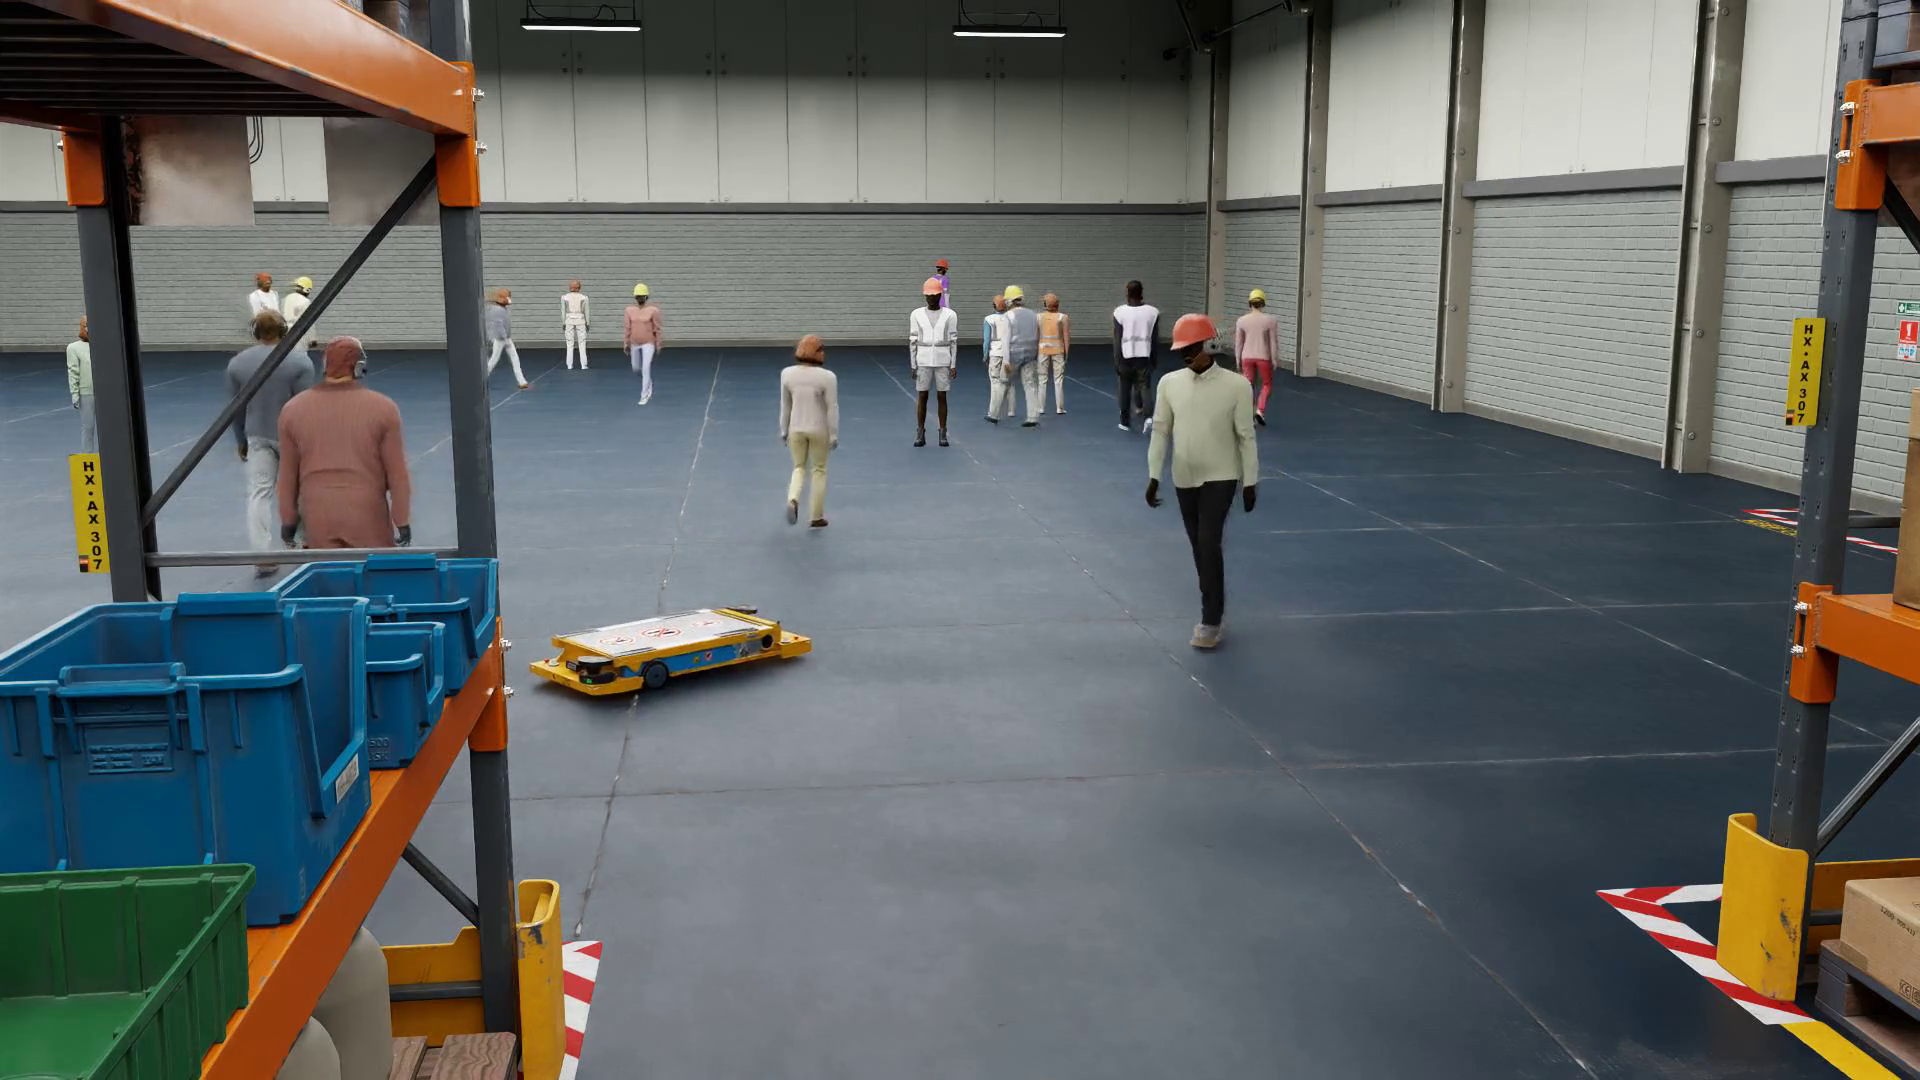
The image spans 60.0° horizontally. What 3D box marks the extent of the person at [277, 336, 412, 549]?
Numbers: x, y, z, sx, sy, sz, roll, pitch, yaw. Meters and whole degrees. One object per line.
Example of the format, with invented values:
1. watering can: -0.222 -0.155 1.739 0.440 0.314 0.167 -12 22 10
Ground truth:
1. person: -3.255 -0.131 8.826 0.730 1.882 0.419 -1 10 -3

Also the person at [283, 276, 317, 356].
1. person: -10.144 -3.151 25.604 0.618 1.800 0.454 8 13 36

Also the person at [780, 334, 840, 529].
1. person: -1.239 -0.876 13.629 0.515 1.614 0.419 3 11 17

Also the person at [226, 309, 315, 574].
1. person: -4.985 -0.730 12.117 0.646 1.879 1.083 -1 10 -4

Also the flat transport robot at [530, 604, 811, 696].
1. flat transport robot: -1.594 0.594 9.272 1.431 0.197 0.652 -9 14 -42

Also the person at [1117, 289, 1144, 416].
1. person: 2.311 -2.536 22.239 0.511 1.806 0.959 2 11 10

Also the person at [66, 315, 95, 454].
1. person: -8.692 -1.454 16.761 0.501 1.633 0.279 -9 14 -41

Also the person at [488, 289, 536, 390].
1. person: -7.171 -3.130 26.085 0.868 1.590 0.502 2 10 9

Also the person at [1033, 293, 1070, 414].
1. person: 1.239 -2.519 22.569 0.519 1.645 0.307 2 11 10

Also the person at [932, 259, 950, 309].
1. person: -0.389 -4.896 34.818 0.366 1.931 0.542 -9 14 -41

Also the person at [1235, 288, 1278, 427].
1. person: 3.726 -2.280 20.922 0.552 1.752 0.357 4 11 21

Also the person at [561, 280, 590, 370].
1. person: -6.980 -3.906 30.215 0.509 1.629 0.315 -2 10 -8

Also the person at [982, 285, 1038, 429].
1. person: 0.668 -2.302 20.987 0.615 1.790 0.896 -8 13 -37

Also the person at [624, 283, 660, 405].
1. person: -4.585 -2.854 24.130 0.531 1.748 0.722 2 11 11

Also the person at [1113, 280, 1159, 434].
1. person: 2.182 -2.253 20.465 0.600 1.889 0.938 -1 10 -7

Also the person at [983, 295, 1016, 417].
1. person: 0.552 -2.440 22.150 0.511 1.640 0.308 -3 11 -18

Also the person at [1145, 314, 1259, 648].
1. person: 1.411 -0.353 9.858 0.623 1.944 0.850 7 12 33

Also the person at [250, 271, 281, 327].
1. person: -10.937 -3.316 26.349 0.398 1.861 0.609 4 11 21

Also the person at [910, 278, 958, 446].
1. person: -0.301 -2.034 19.108 0.547 1.937 0.379 0 10 1
